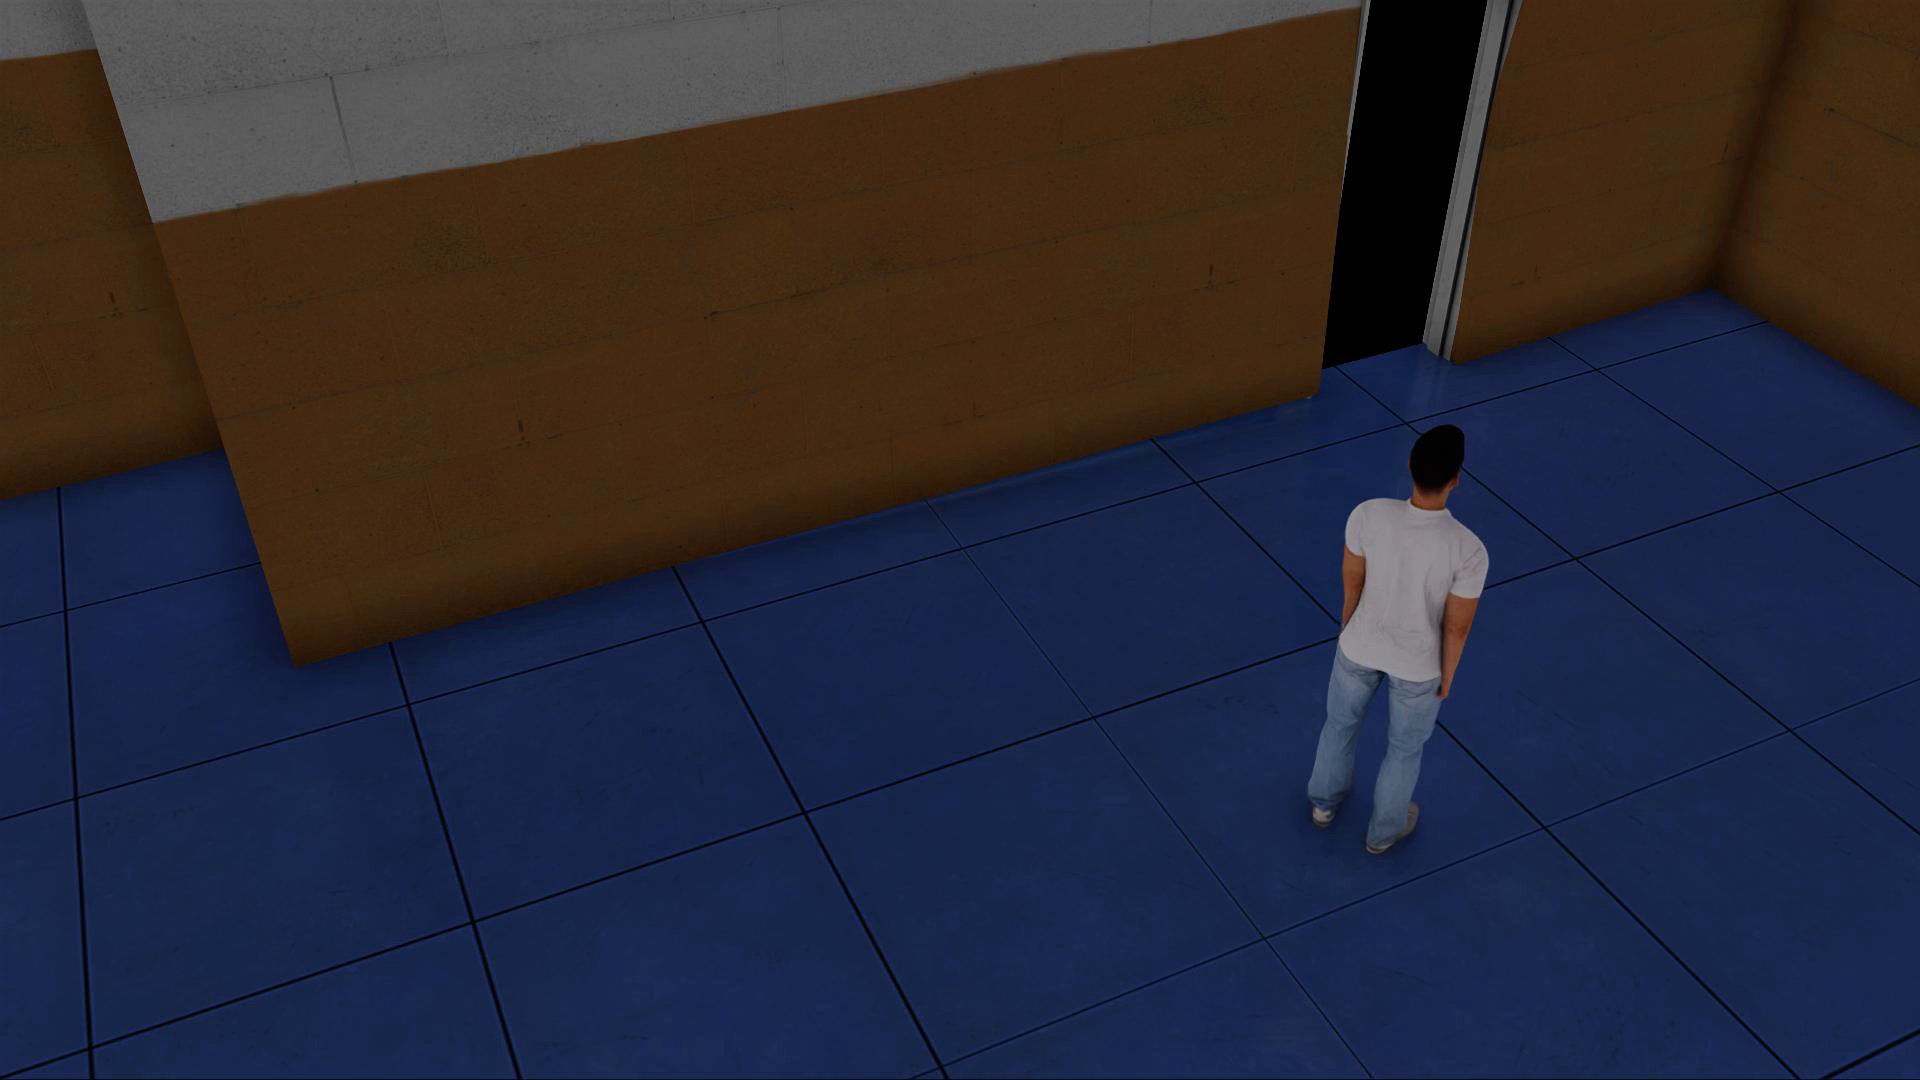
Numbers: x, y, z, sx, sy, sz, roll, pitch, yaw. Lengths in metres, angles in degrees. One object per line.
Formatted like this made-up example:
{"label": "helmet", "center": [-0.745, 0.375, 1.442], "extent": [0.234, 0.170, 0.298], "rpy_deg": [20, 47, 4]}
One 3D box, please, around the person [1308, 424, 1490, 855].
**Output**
{"label": "person", "center": [1.594, 0.393, 6.125], "extent": [0.703, 1.860, 0.818], "rpy_deg": [21, 42, 26]}
